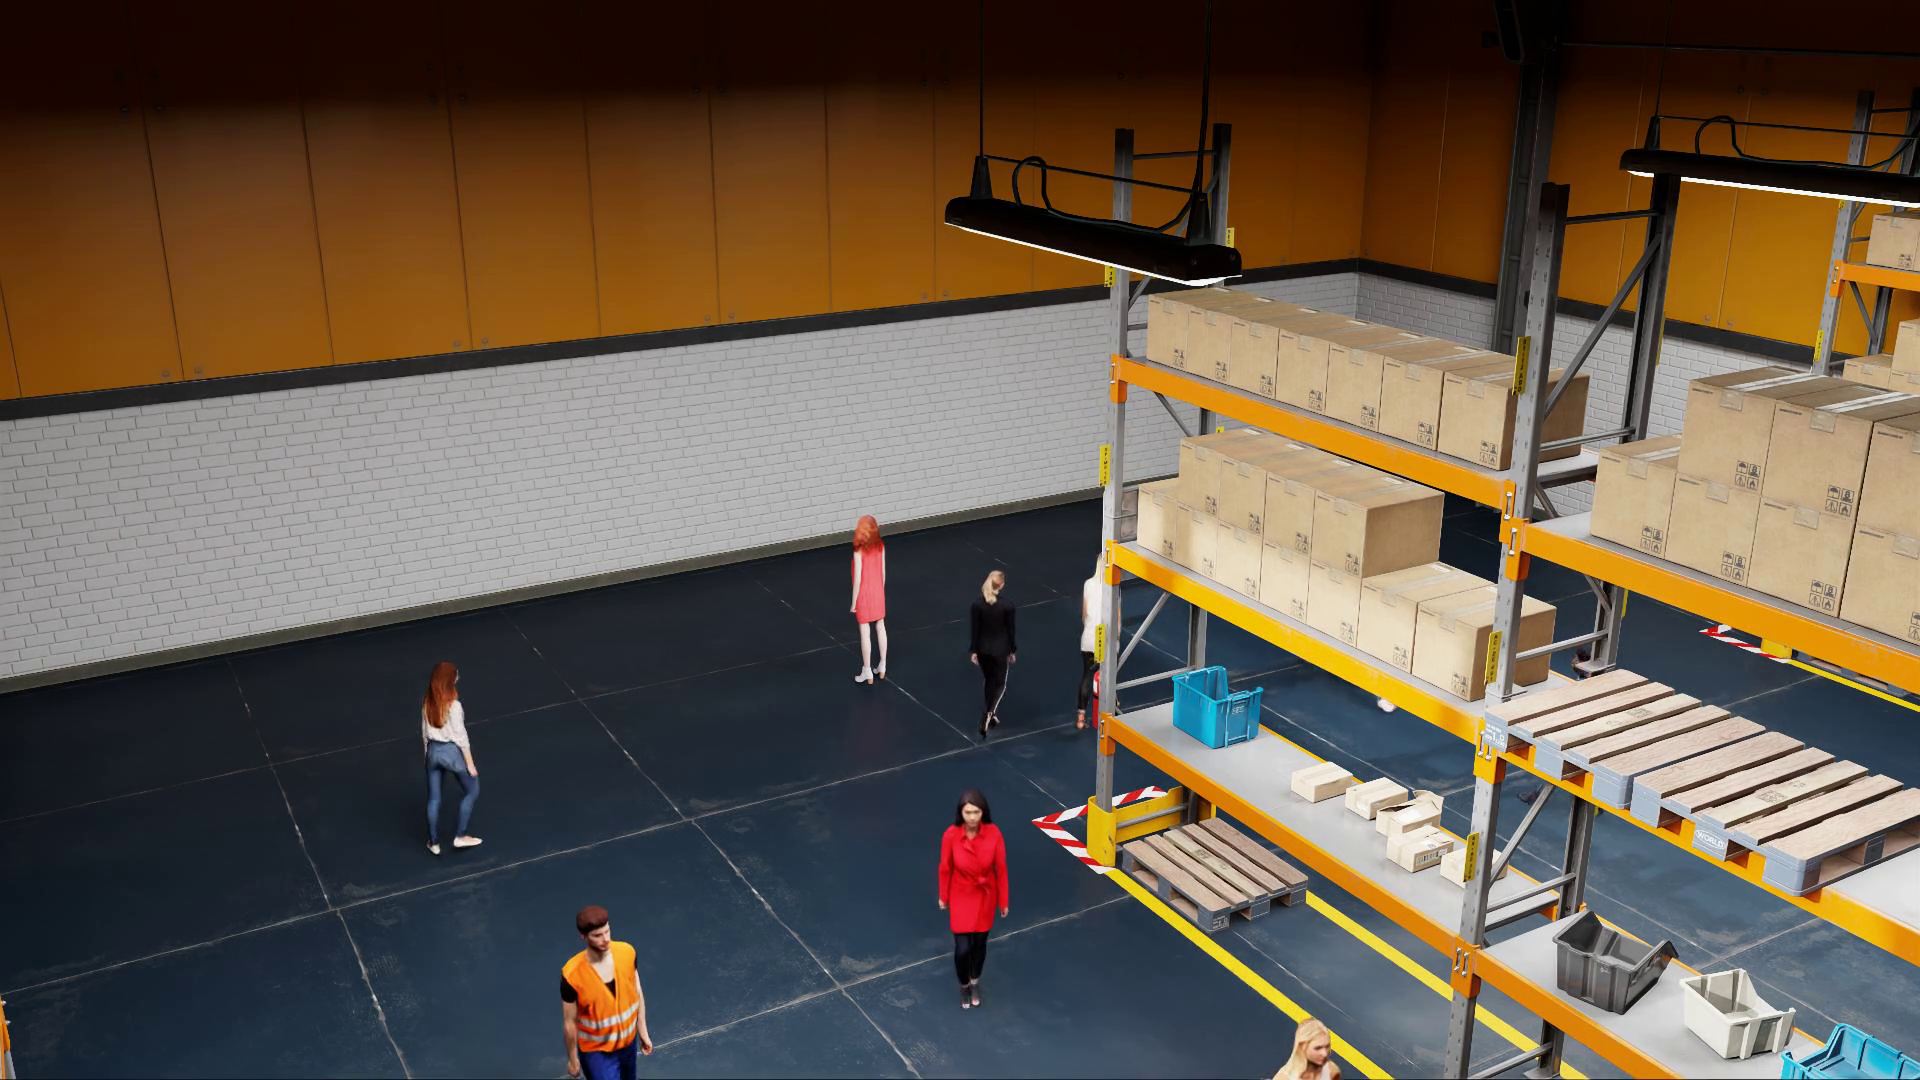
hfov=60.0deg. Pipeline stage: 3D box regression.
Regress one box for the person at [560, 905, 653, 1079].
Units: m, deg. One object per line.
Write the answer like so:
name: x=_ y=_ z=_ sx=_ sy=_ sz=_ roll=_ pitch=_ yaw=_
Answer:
person: x=-2.190 y=3.023 z=10.139 sx=0.868 sy=1.866 sz=1.193 roll=-17 pitch=25 yaw=-42

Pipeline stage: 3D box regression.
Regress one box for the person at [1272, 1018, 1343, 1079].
person: x=1.814 y=3.386 z=9.240 sx=0.681 sy=1.750 sz=1.254 roll=-9 pitch=21 yaw=-24

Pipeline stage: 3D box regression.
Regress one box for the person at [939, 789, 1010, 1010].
person: x=0.079 y=2.518 z=11.844 sx=0.723 sy=1.734 sz=0.736 roll=-3 pitch=19 yaw=-8

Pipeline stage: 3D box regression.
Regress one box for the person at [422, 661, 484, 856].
person: x=-4.306 y=1.840 z=13.891 sx=0.747 sy=1.713 sz=0.855 roll=4 pitch=19 yaw=13

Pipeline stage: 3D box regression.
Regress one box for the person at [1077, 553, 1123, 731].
person: x=1.330 y=1.012 z=16.231 sx=1.146 sy=1.787 sz=1.138 roll=7 pitch=20 yaw=19

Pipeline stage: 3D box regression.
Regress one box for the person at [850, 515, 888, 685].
person: x=-0.939 y=0.612 z=17.357 sx=0.594 sy=1.828 sz=0.642 roll=18 pitch=25 yaw=42

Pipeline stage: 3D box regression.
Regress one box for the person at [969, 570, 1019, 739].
person: x=0.307 y=1.145 z=16.007 sx=0.987 sy=1.679 sz=1.040 roll=5 pitch=19 yaw=14

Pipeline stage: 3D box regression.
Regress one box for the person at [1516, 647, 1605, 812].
person: x=5.506 y=1.703 z=14.549 sx=1.054 sy=1.552 sz=0.992 roll=5 pitch=19 yaw=14
